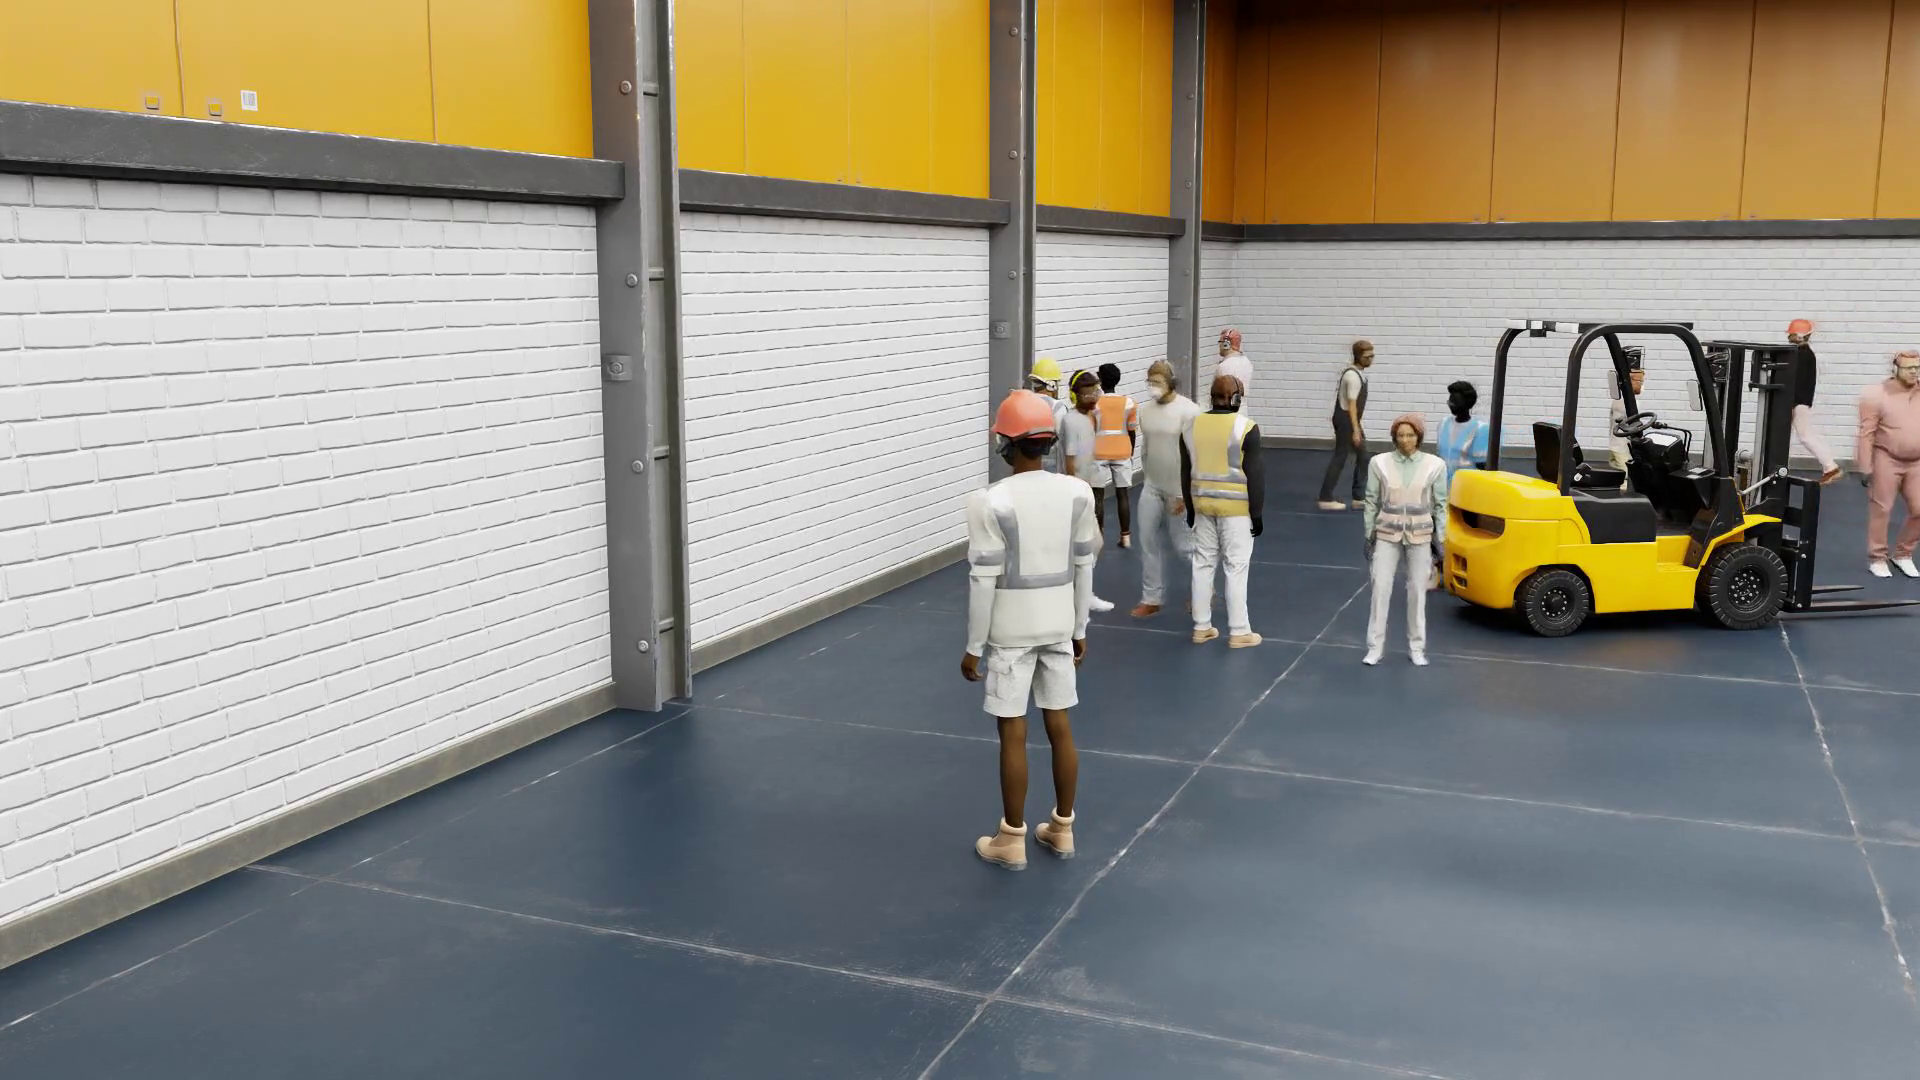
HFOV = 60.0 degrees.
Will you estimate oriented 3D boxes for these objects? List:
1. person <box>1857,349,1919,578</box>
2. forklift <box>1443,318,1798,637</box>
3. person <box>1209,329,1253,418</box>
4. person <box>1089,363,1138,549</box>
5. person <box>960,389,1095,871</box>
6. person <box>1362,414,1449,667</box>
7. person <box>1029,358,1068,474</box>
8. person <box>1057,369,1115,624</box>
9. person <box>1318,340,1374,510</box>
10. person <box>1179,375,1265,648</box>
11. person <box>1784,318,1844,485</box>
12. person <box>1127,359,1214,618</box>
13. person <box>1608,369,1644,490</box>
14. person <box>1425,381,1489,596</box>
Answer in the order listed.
[{"bbox_3d":[7.699,-0.613,13.610,0.678,1.888,0.502,1,9,3],"label":"person"},{"bbox_3d":[4.706,-0.497,11.990,2.313,2.155,1.214,-2,10,-10],"label":"forklift"},{"bbox_3d":[2.804,-1.249,17.418,0.408,1.908,0.646,5,11,30],"label":"person"},{"bbox_3d":[1.353,-0.757,15.100,0.534,1.695,0.320,-1,9,-8],"label":"person"},{"bbox_3d":[0.281,0.384,7.096,0.605,2.048,0.371,-5,11,-28],"label":"person"},{"bbox_3d":[2.840,0.015,10.629,0.520,1.623,0.464,3,10,16],"label":"person"},{"bbox_3d":[0.675,-0.544,13.370,0.404,1.829,0.600,-9,13,-43],"label":"person"},{"bbox_3d":[0.865,-0.308,11.921,0.391,1.837,0.646,3,10,18],"label":"person"},{"bbox_3d":[4.084,-1.174,17.293,0.736,1.794,0.505,4,10,24],"label":"person"},{"bbox_3d":[1.788,-0.193,11.231,0.621,1.839,0.429,8,12,40],"label":"person"},{"bbox_3d":[9.902,-1.619,19.515,0.963,1.962,0.624,5,11,29],"label":"person"},{"bbox_3d":[1.591,-0.353,12.102,0.725,1.915,0.648,-7,12,-37],"label":"person"},{"bbox_3d":[6.181,-0.790,15.457,0.281,1.633,0.498,0,9,-1],"label":"person"},{"bbox_3d":[3.819,-0.388,12.858,0.543,1.675,0.553,-6,11,-32],"label":"person"}]
